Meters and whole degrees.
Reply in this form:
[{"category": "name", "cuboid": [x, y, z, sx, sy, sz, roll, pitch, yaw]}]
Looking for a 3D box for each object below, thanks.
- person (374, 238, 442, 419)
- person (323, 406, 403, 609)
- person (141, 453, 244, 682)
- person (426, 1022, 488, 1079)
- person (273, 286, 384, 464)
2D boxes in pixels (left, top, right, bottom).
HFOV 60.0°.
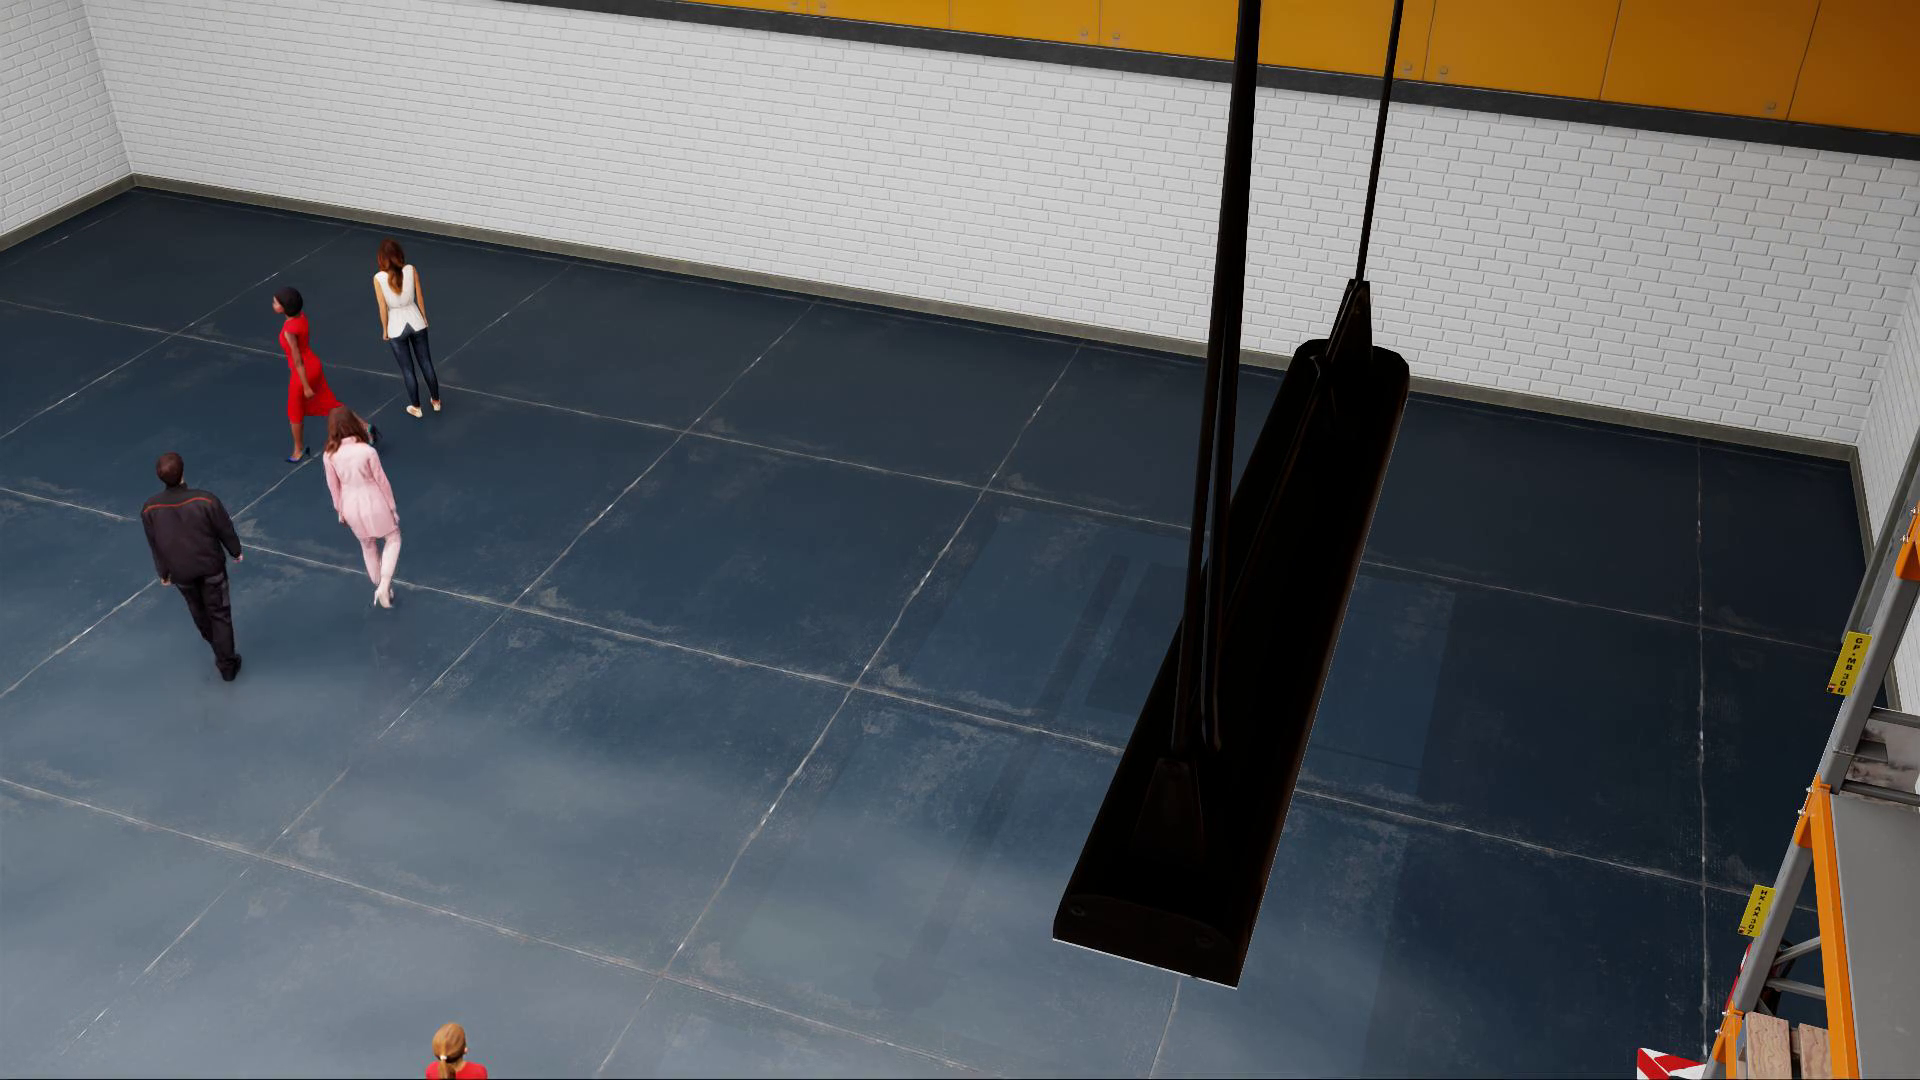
[{"category": "person", "cuboid": [-5.166, -1.977, 15.539, 0.635, 1.784, 0.726, -21, 39, -28]}, {"category": "person", "cuboid": [-4.590, -0.174, 12.824, 0.776, 1.788, 0.846, -2, 34, -3]}, {"category": "person", "cuboid": [-5.593, 0.249, 12.164, 1.008, 1.814, 1.105, -7, 34, -10]}, {"category": "person", "cuboid": [-2.537, 2.972, 8.524, 0.527, 1.307, 0.559, 0, 34, 0]}, {"category": "person", "cuboid": [-5.709, -1.446, 14.813, 0.987, 1.704, 1.124, -4, 34, -6]}]
